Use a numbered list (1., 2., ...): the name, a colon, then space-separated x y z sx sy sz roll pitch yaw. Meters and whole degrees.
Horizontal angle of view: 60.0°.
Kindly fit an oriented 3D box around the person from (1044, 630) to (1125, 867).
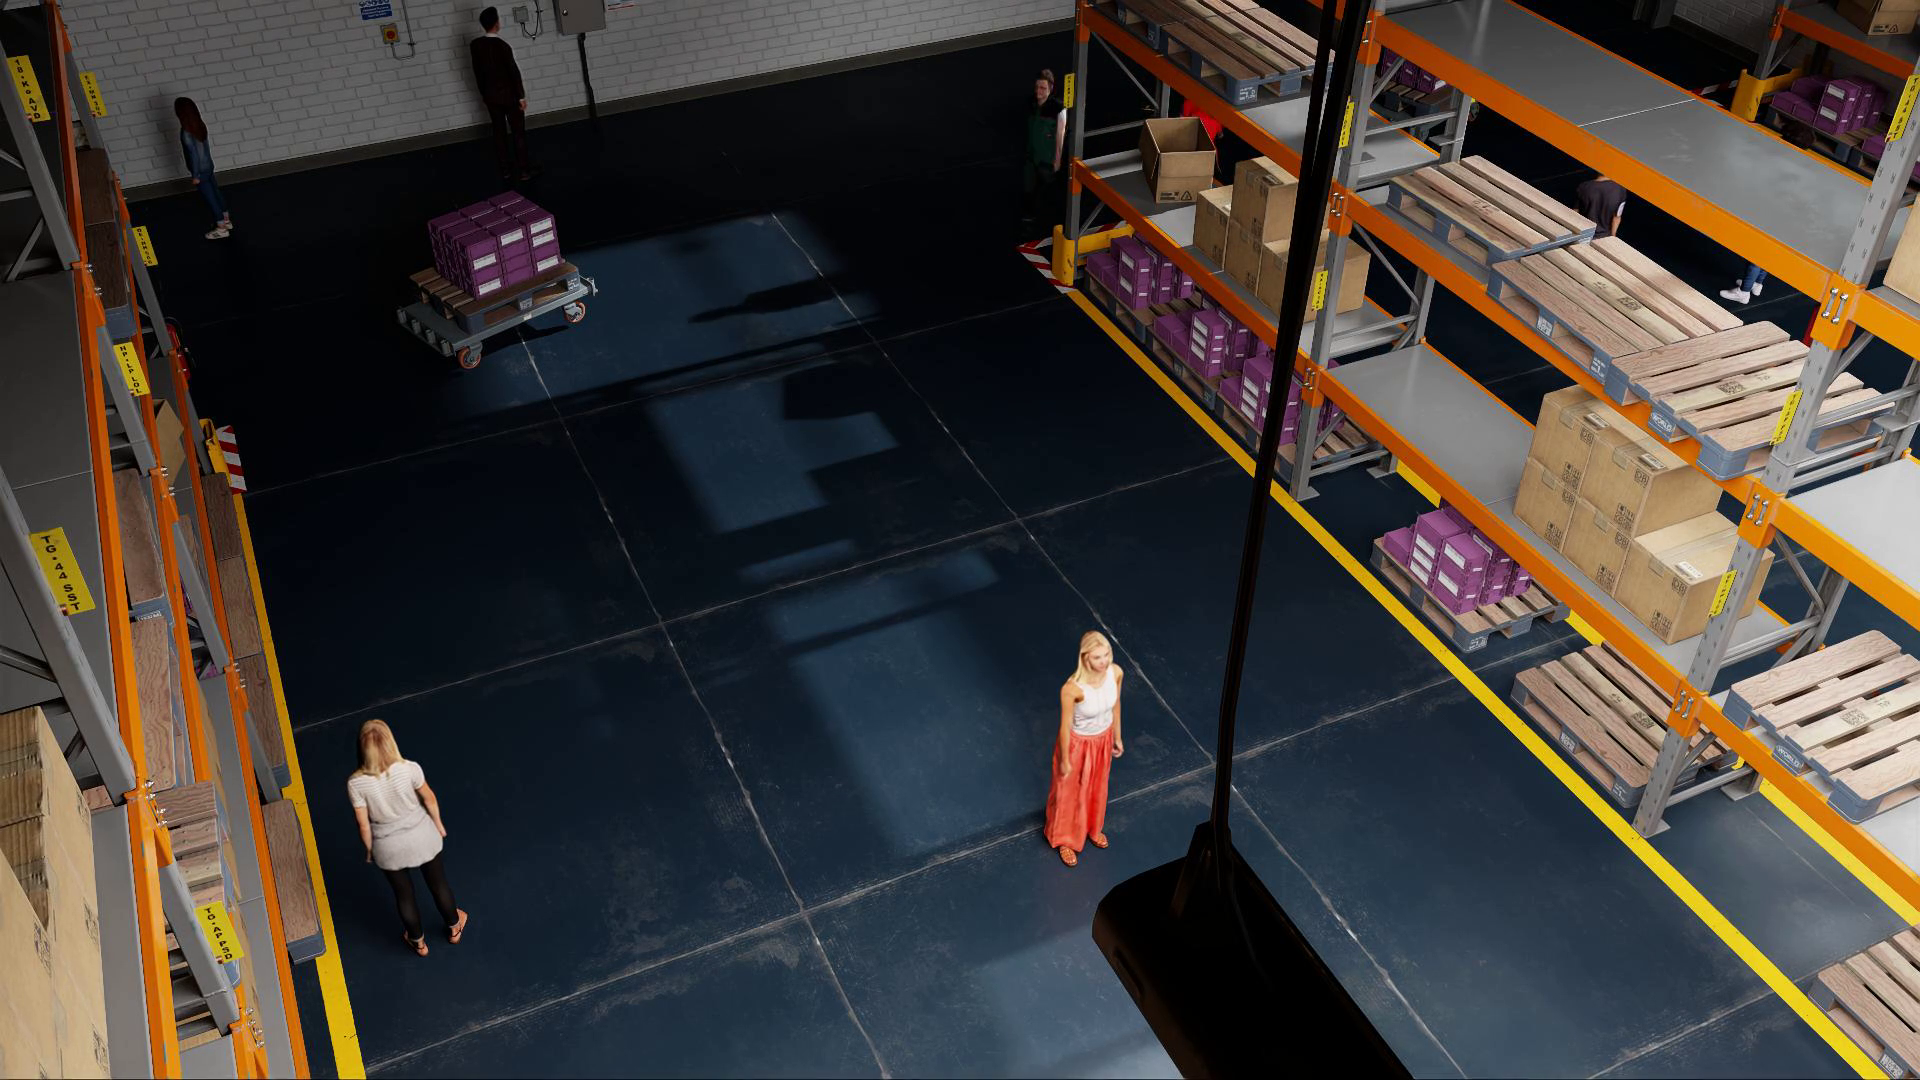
1. person: 0.777 1.257 10.265 0.656 1.802 0.620 -22 44 -25

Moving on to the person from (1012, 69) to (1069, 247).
1. person: 0.894 -3.838 16.639 1.120 1.810 1.017 26 45 29

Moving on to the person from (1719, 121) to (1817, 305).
1. person: 7.662 -3.098 15.711 0.730 1.811 0.671 -28 46 -30

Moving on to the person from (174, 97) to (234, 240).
1. person: -7.668 -3.774 16.825 0.695 1.476 0.553 -3 39 -3

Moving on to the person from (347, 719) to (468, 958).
1. person: -3.220 1.739 9.643 0.609 1.826 0.507 -16 41 -19

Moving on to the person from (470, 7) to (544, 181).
1. person: -4.878 -4.744 17.729 0.778 1.865 0.831 12 40 14
